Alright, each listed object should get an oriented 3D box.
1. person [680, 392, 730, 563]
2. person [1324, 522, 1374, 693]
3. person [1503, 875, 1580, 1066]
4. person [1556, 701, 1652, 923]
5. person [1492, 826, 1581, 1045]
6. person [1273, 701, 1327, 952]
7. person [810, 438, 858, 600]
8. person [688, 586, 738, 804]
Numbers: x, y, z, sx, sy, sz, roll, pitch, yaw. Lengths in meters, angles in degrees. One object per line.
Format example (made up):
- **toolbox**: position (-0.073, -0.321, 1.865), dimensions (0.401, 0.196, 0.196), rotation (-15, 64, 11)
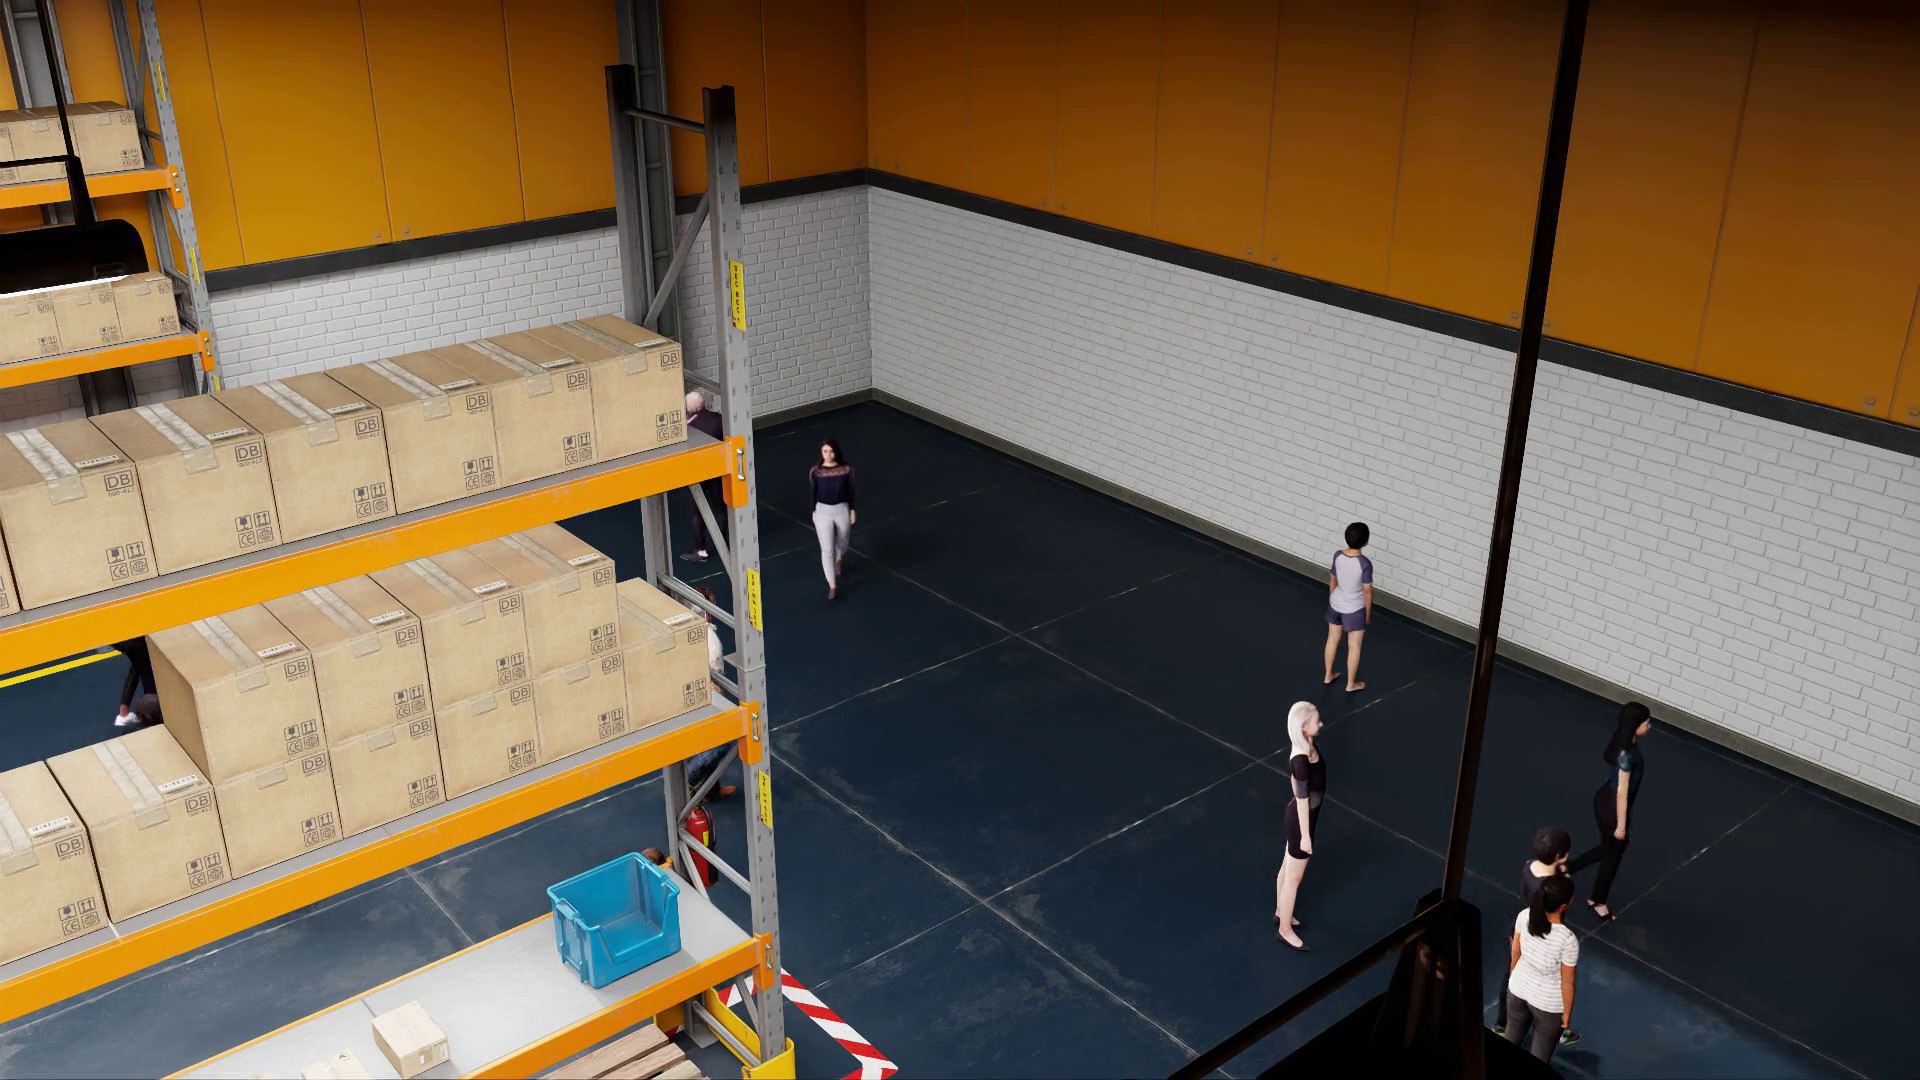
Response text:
- **person**: position (-2.576, -0.681, 17.116), dimensions (0.501, 1.822, 0.852), rotation (-9, 25, -20)
- **person**: position (3.413, 0.565, 14.587), dimensions (0.529, 1.565, 0.573), rotation (-21, 31, -39)
- **person**: position (3.367, 2.657, 9.701), dimensions (0.537, 1.646, 0.586), rotation (-15, 28, -31)
- **person**: position (4.408, 1.857, 11.428), dimensions (0.829, 1.728, 0.789), rotation (6, 24, 14)
- **person**: position (3.494, 2.463, 10.276), dimensions (0.842, 1.540, 0.743), rotation (-4, 24, -9)
- **person**: position (2.284, 1.906, 11.190), dimensions (0.712, 1.829, 0.641), rotation (3, 24, 7)
- **person**: position (-1.243, -0.251, 16.436), dimensions (1.053, 1.580, 1.039), rotation (-2, 24, -4)
- **person**: position (-2.035, 1.248, 12.684), dimensions (0.873, 1.838, 0.731), rotation (-15, 28, -31)
